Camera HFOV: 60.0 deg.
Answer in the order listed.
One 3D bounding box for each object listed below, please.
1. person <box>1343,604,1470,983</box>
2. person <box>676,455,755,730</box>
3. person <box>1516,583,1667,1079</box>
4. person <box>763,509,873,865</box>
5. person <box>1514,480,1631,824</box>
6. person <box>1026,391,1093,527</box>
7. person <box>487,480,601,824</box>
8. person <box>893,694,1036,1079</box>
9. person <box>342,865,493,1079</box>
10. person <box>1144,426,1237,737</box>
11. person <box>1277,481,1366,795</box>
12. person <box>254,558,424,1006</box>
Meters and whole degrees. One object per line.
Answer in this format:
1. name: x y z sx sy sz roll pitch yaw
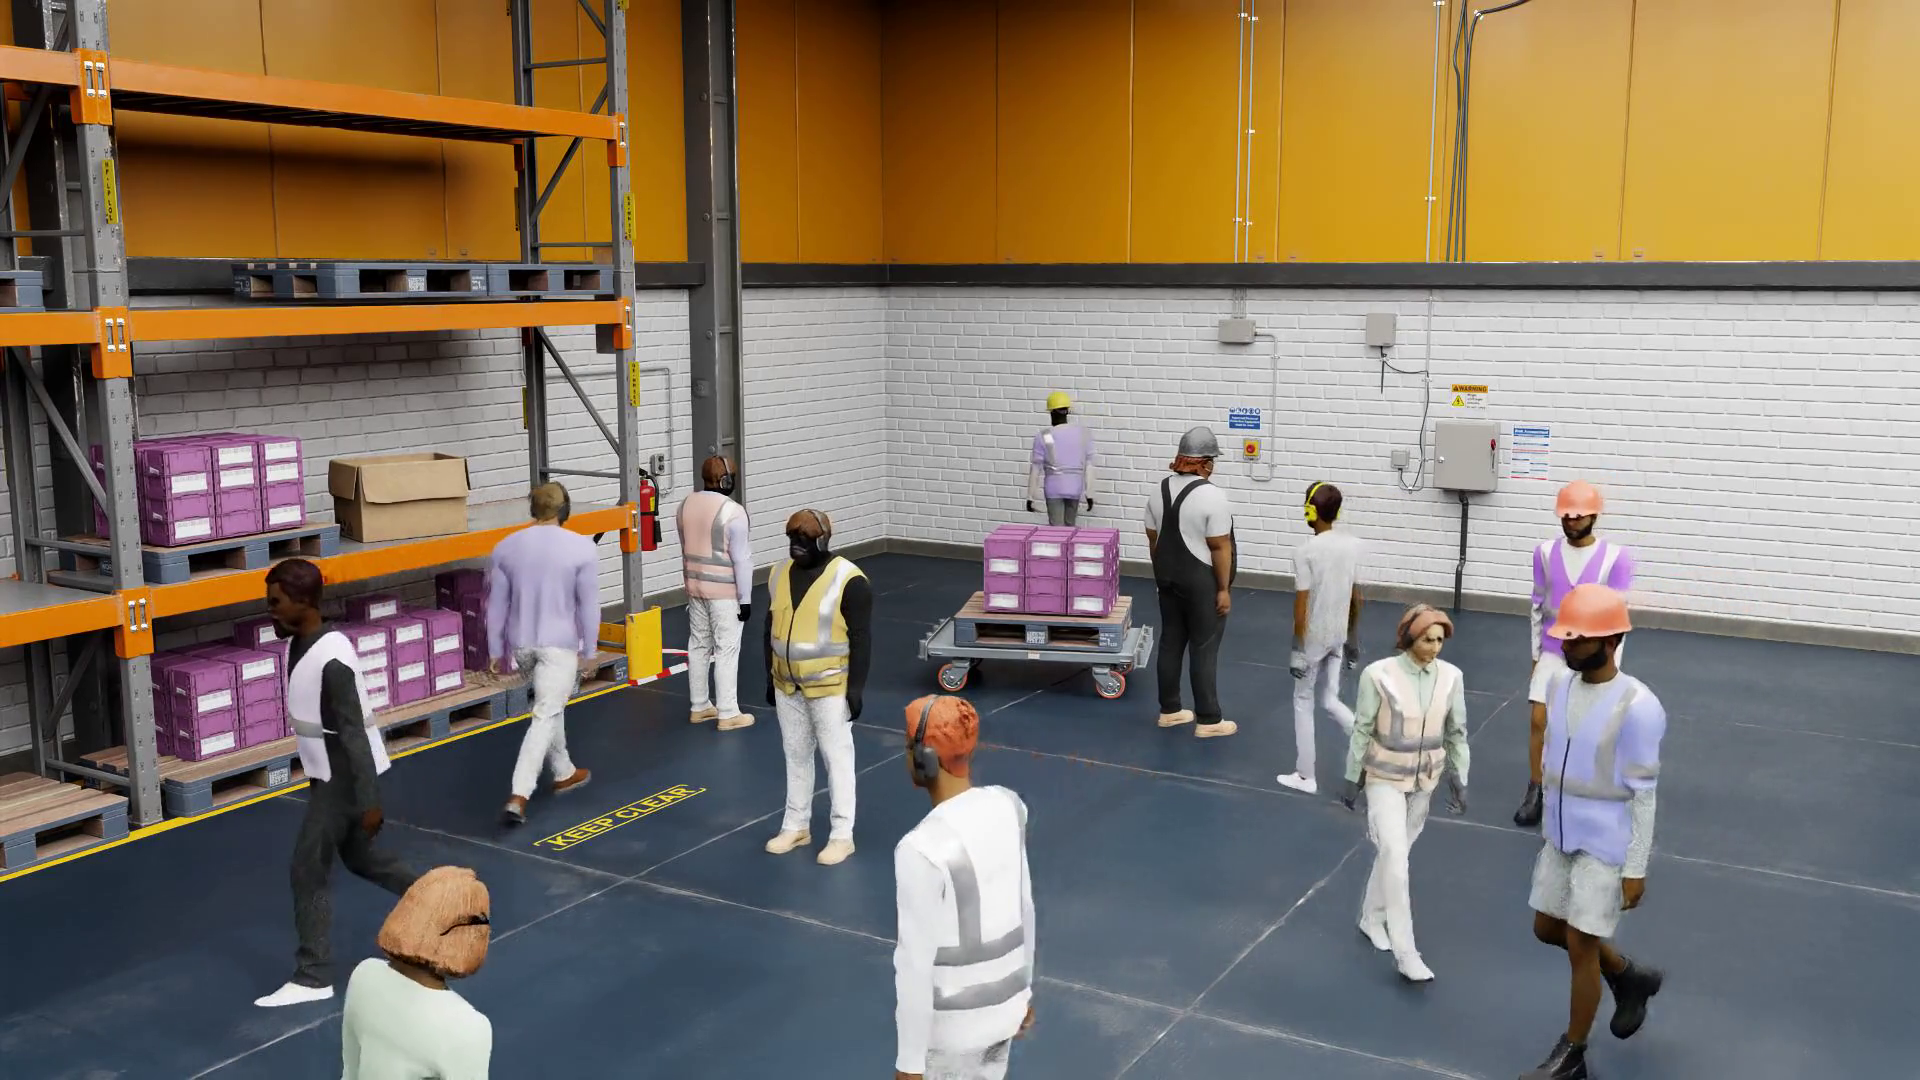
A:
1. person: 1.977 1.082 7.200 0.528 1.598 0.820 -3 10 -18
2. person: -1.610 0.348 11.114 0.619 1.836 0.431 7 11 37
3. person: 2.401 1.093 6.194 0.667 1.921 0.553 -4 10 -22
4. person: -0.761 0.748 8.582 0.634 1.839 0.429 6 11 31
5. person: 3.330 0.635 9.072 0.546 1.914 0.722 7 11 36
6. person: 0.918 -0.474 15.989 0.615 1.901 0.761 -3 10 -20
7. person: -2.370 0.614 9.341 0.628 1.884 1.022 3 9 15
8. person: 0.077 1.357 4.714 0.599 1.865 0.621 6 11 32
9. person: -1.363 1.592 4.029 0.541 1.605 0.525 6 11 35
10. person: 1.570 0.262 10.989 0.536 2.000 0.676 -6 11 -35
11. person: 2.127 0.591 9.551 0.511 1.853 0.657 -6 11 -32
12. person: -2.554 0.986 7.053 0.885 1.882 0.627 -5 10 -28
